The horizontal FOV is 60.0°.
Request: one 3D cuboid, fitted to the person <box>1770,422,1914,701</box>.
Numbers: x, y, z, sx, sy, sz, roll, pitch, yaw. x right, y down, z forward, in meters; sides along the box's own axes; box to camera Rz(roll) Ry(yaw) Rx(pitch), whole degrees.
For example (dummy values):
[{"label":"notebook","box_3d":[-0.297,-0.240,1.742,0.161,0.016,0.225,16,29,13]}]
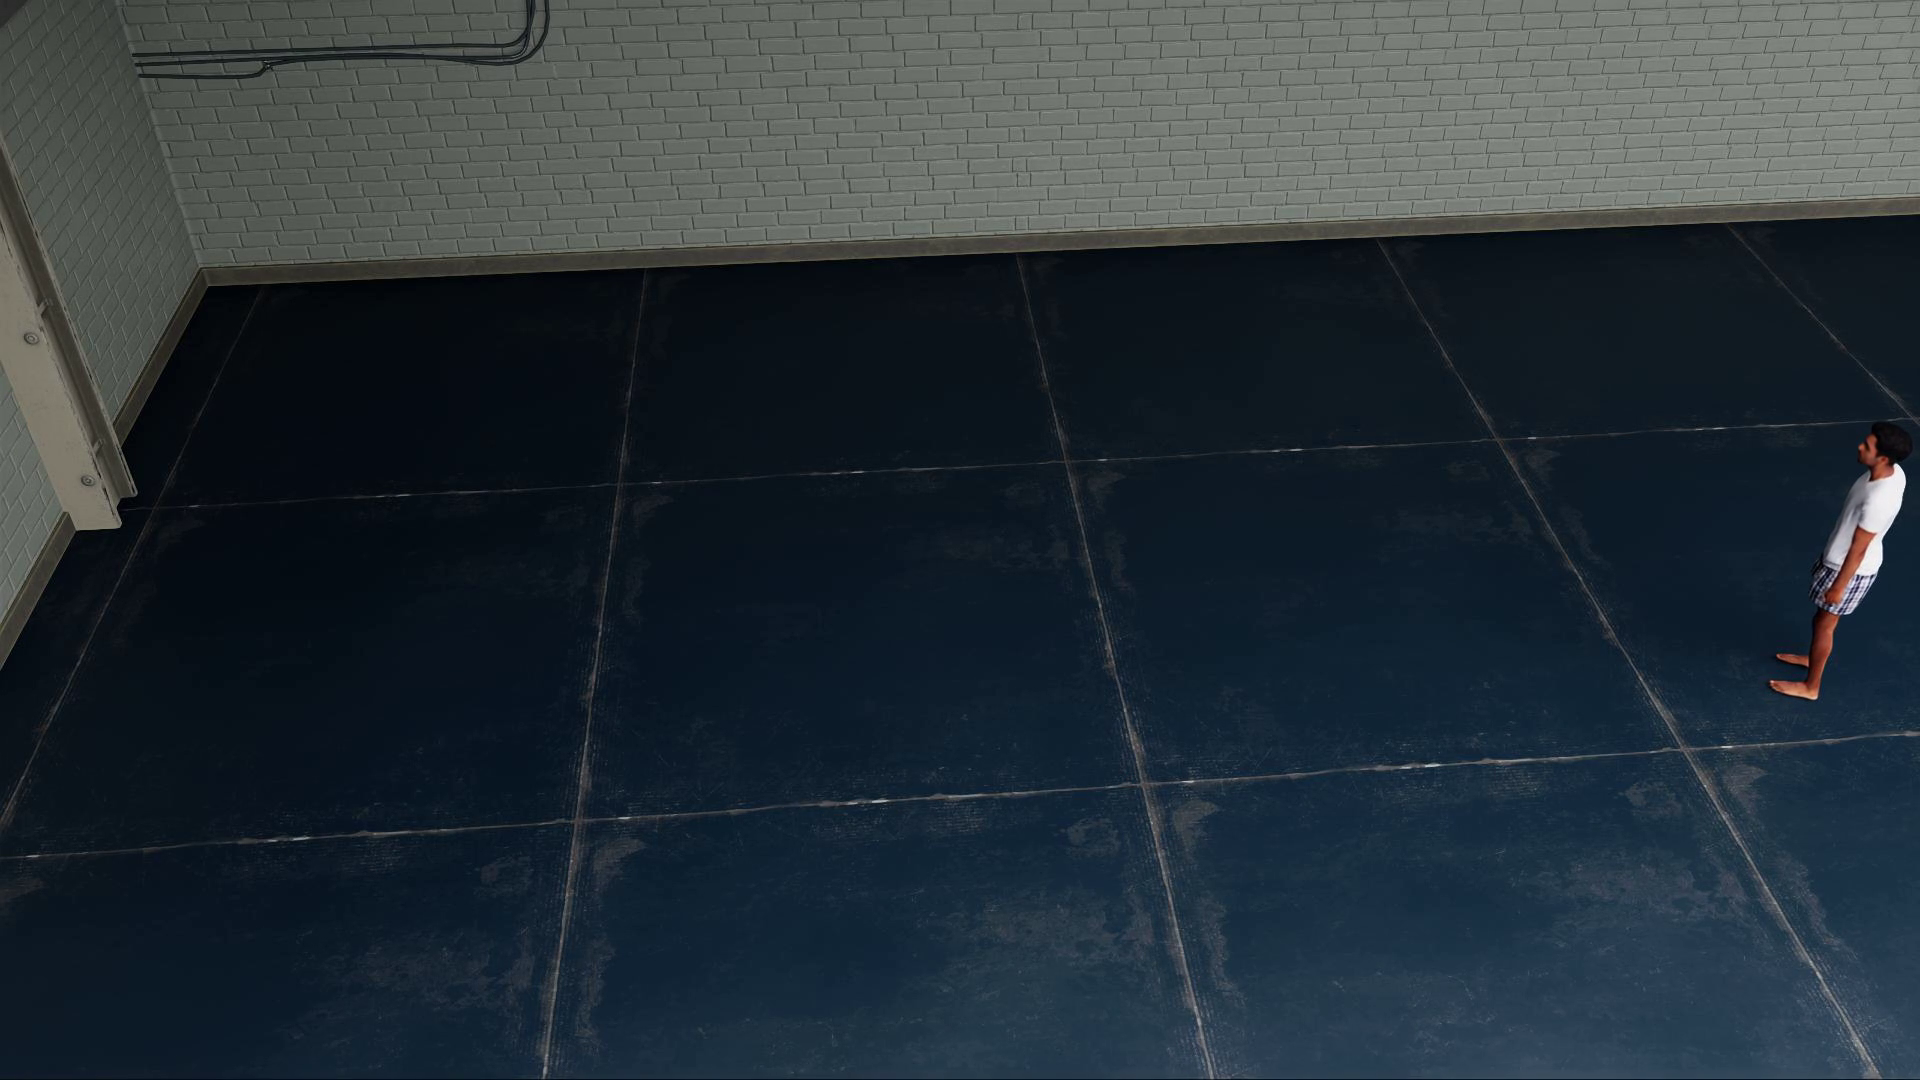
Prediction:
[{"label":"person","box_3d":[4.832,0.115,9.033,0.771,1.727,0.664,18,42,22]}]
